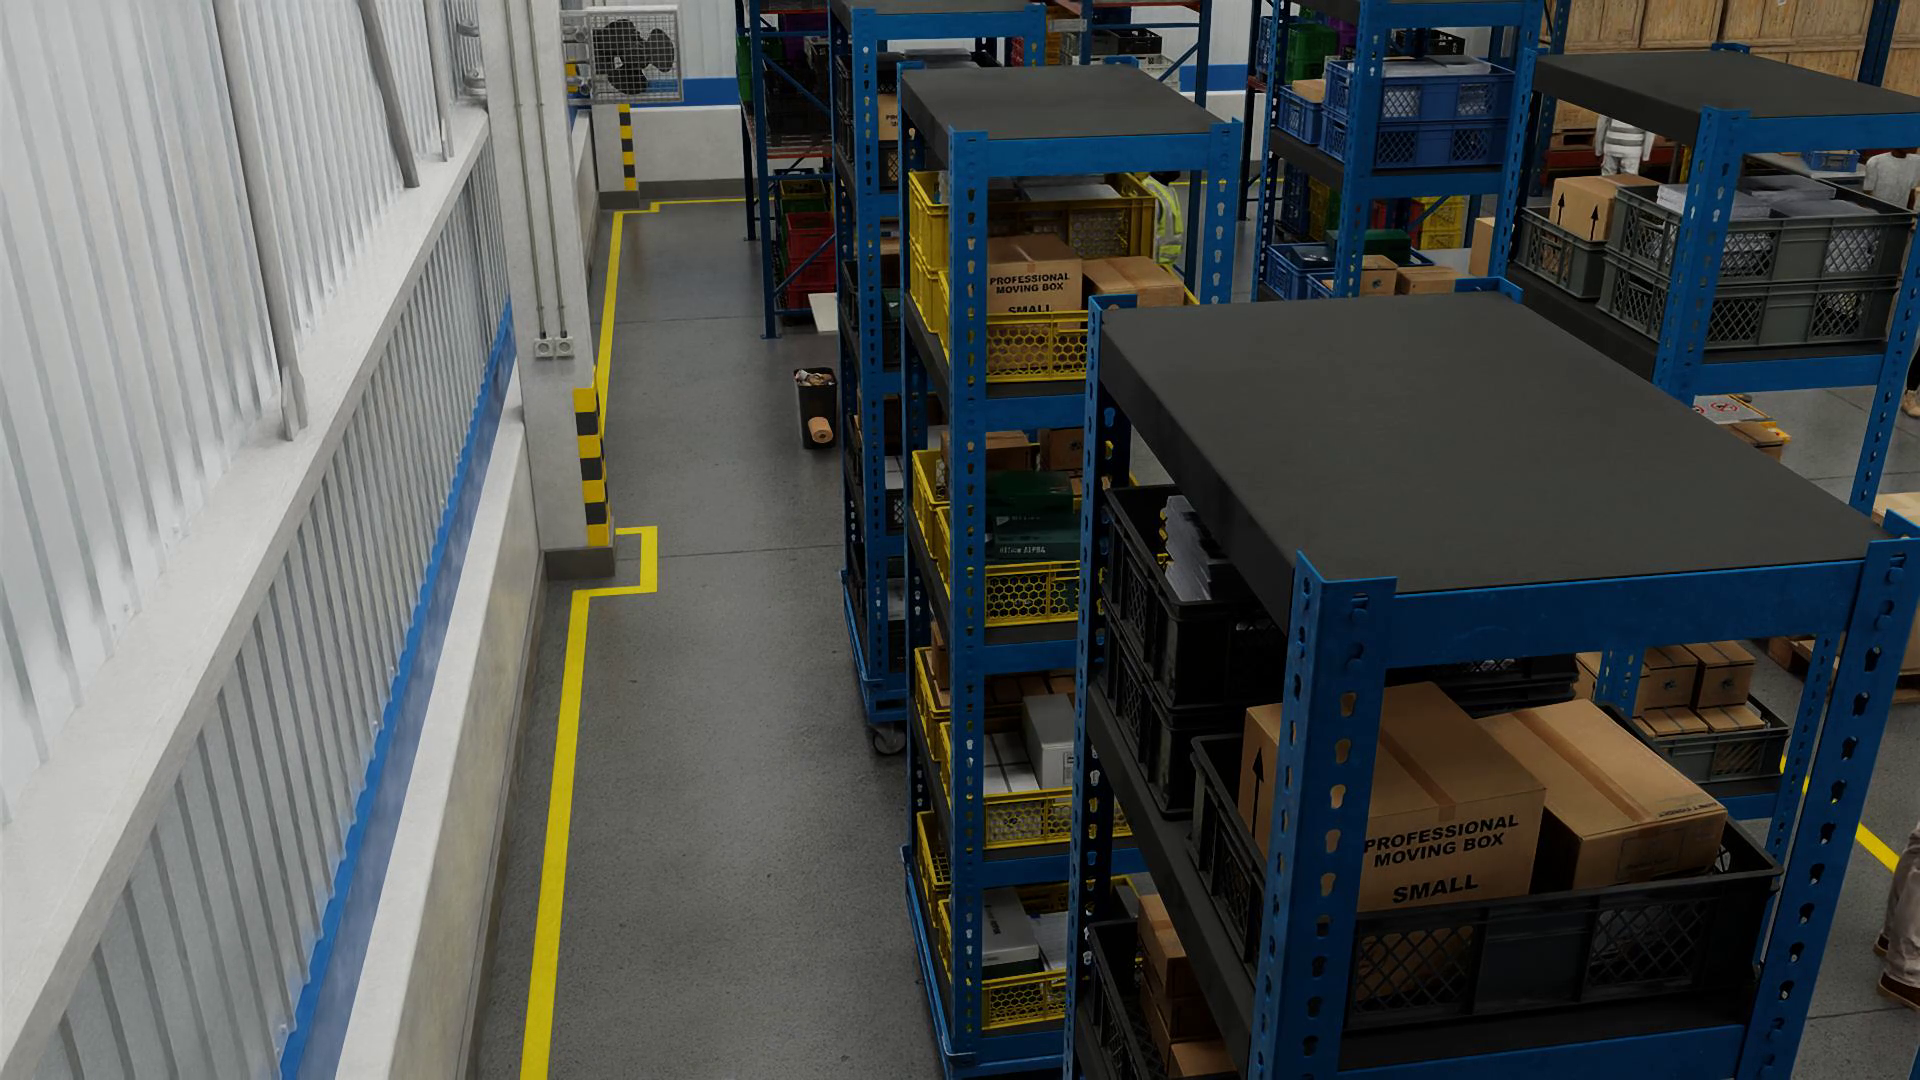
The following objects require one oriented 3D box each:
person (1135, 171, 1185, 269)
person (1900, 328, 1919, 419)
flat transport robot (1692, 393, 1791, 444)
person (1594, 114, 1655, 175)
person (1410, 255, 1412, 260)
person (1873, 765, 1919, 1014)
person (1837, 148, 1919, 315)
[{"bbox_3d":[1.560,-2.218,13.237,0.430,1.836,0.628,7,26,14],"label":"person"},{"bbox_3d":[7.379,-1.737,12.347,0.540,1.696,0.316,-7,26,-14],"label":"person"},{"bbox_3d":[5.224,-0.859,12.132,1.431,0.197,0.652,-4,25,-8],"label":"flat transport robot"},{"bbox_3d":[6.733,-3.934,16.903,0.575,1.882,0.361,20,31,36],"label":"person"},{"bbox_3d":[2.917,-1.276,11.410,0.511,1.641,0.309,-12,27,-24],"label":"person"},{"bbox_3d":[3.846,0.875,6.314,0.375,1.997,0.612,12,27,25],"label":"person"},{"bbox_3d":[7.836,-2.647,14.145,0.516,1.854,0.316,-2,25,-4],"label":"person"}]
